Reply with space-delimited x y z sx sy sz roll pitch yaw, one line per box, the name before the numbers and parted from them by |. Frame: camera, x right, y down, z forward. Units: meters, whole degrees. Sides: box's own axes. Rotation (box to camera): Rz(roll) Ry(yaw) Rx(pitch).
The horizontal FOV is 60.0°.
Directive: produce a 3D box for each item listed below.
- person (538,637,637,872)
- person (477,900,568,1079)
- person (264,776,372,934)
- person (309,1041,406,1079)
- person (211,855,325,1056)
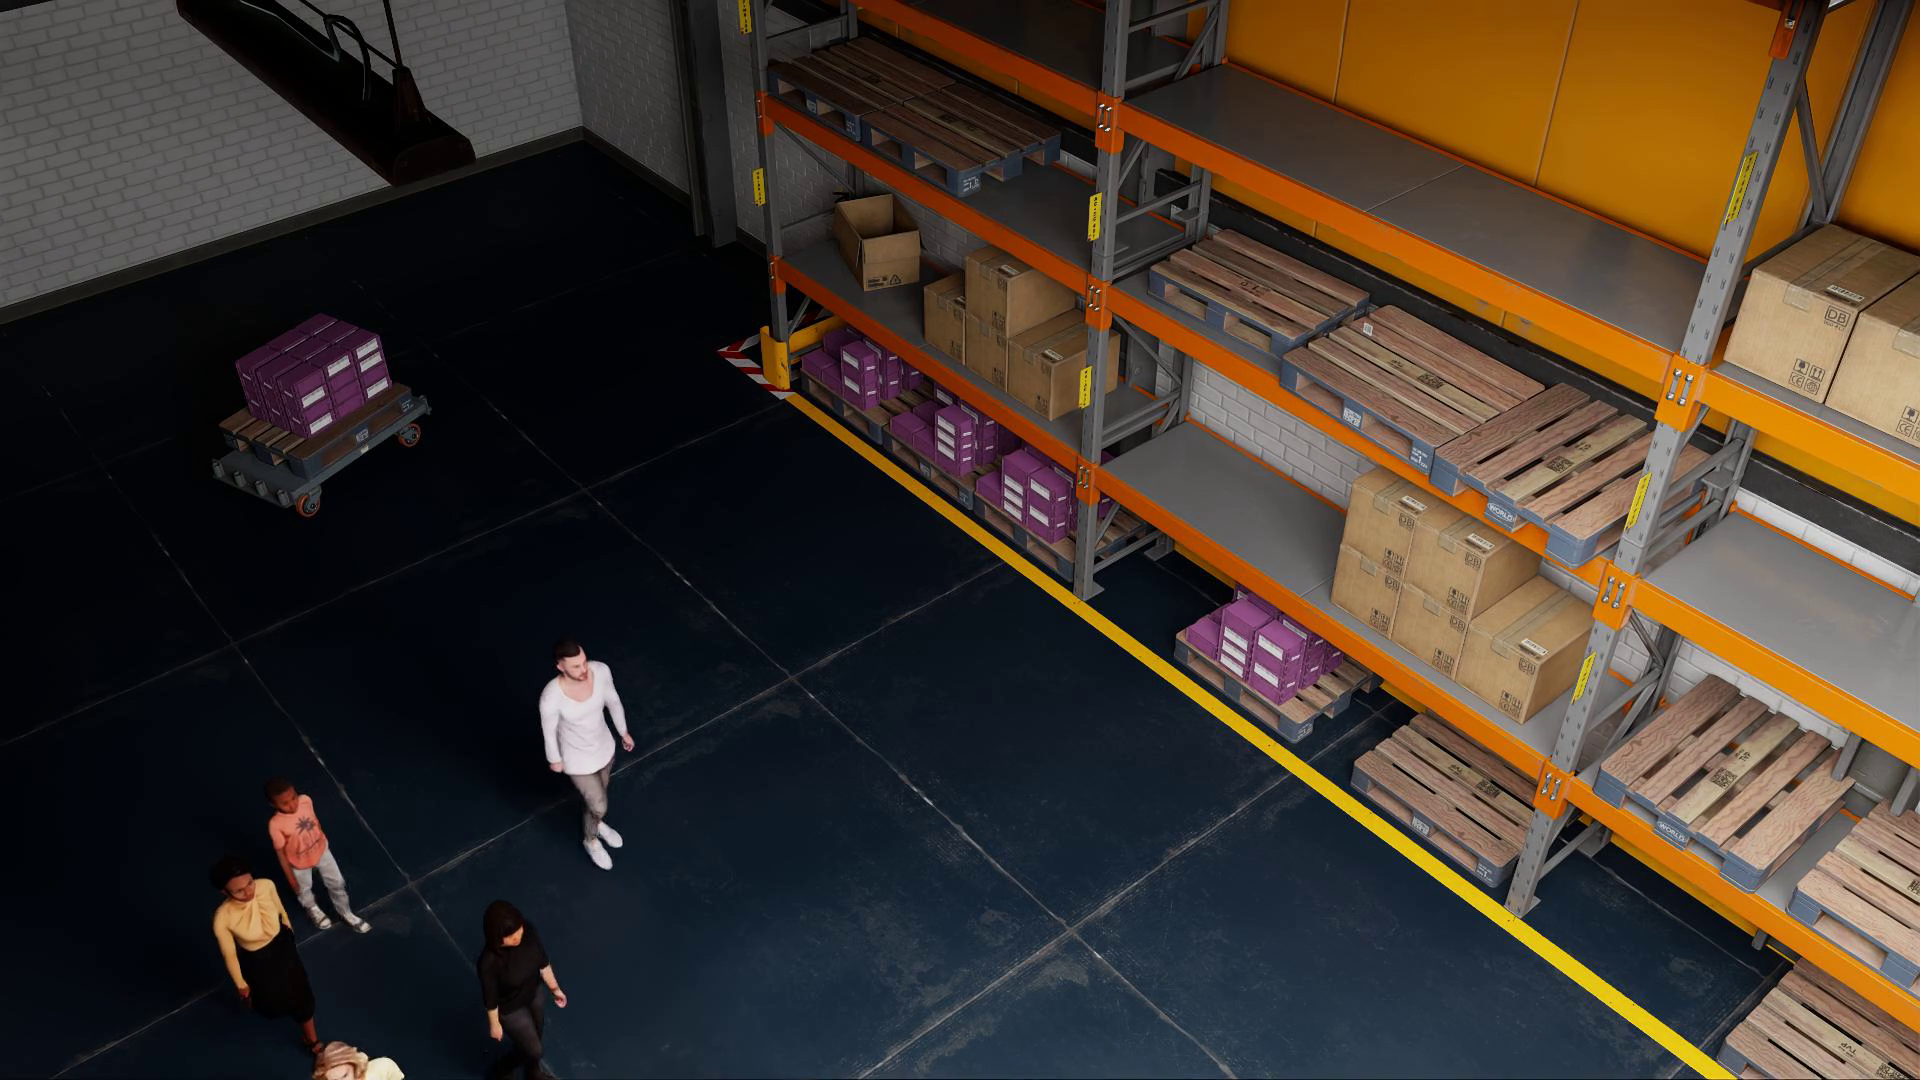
person | -2.395 1.262 10.429 0.706 1.827 0.724 25 45 28
person | -2.467 2.474 9.071 0.769 1.627 0.693 18 42 21
person | -4.020 1.873 10.091 0.772 1.295 0.615 24 44 27
person | -2.987 2.970 8.393 0.721 1.700 0.846 -20 43 -24
person | -3.902 2.314 9.265 0.942 1.637 0.737 21 43 24
